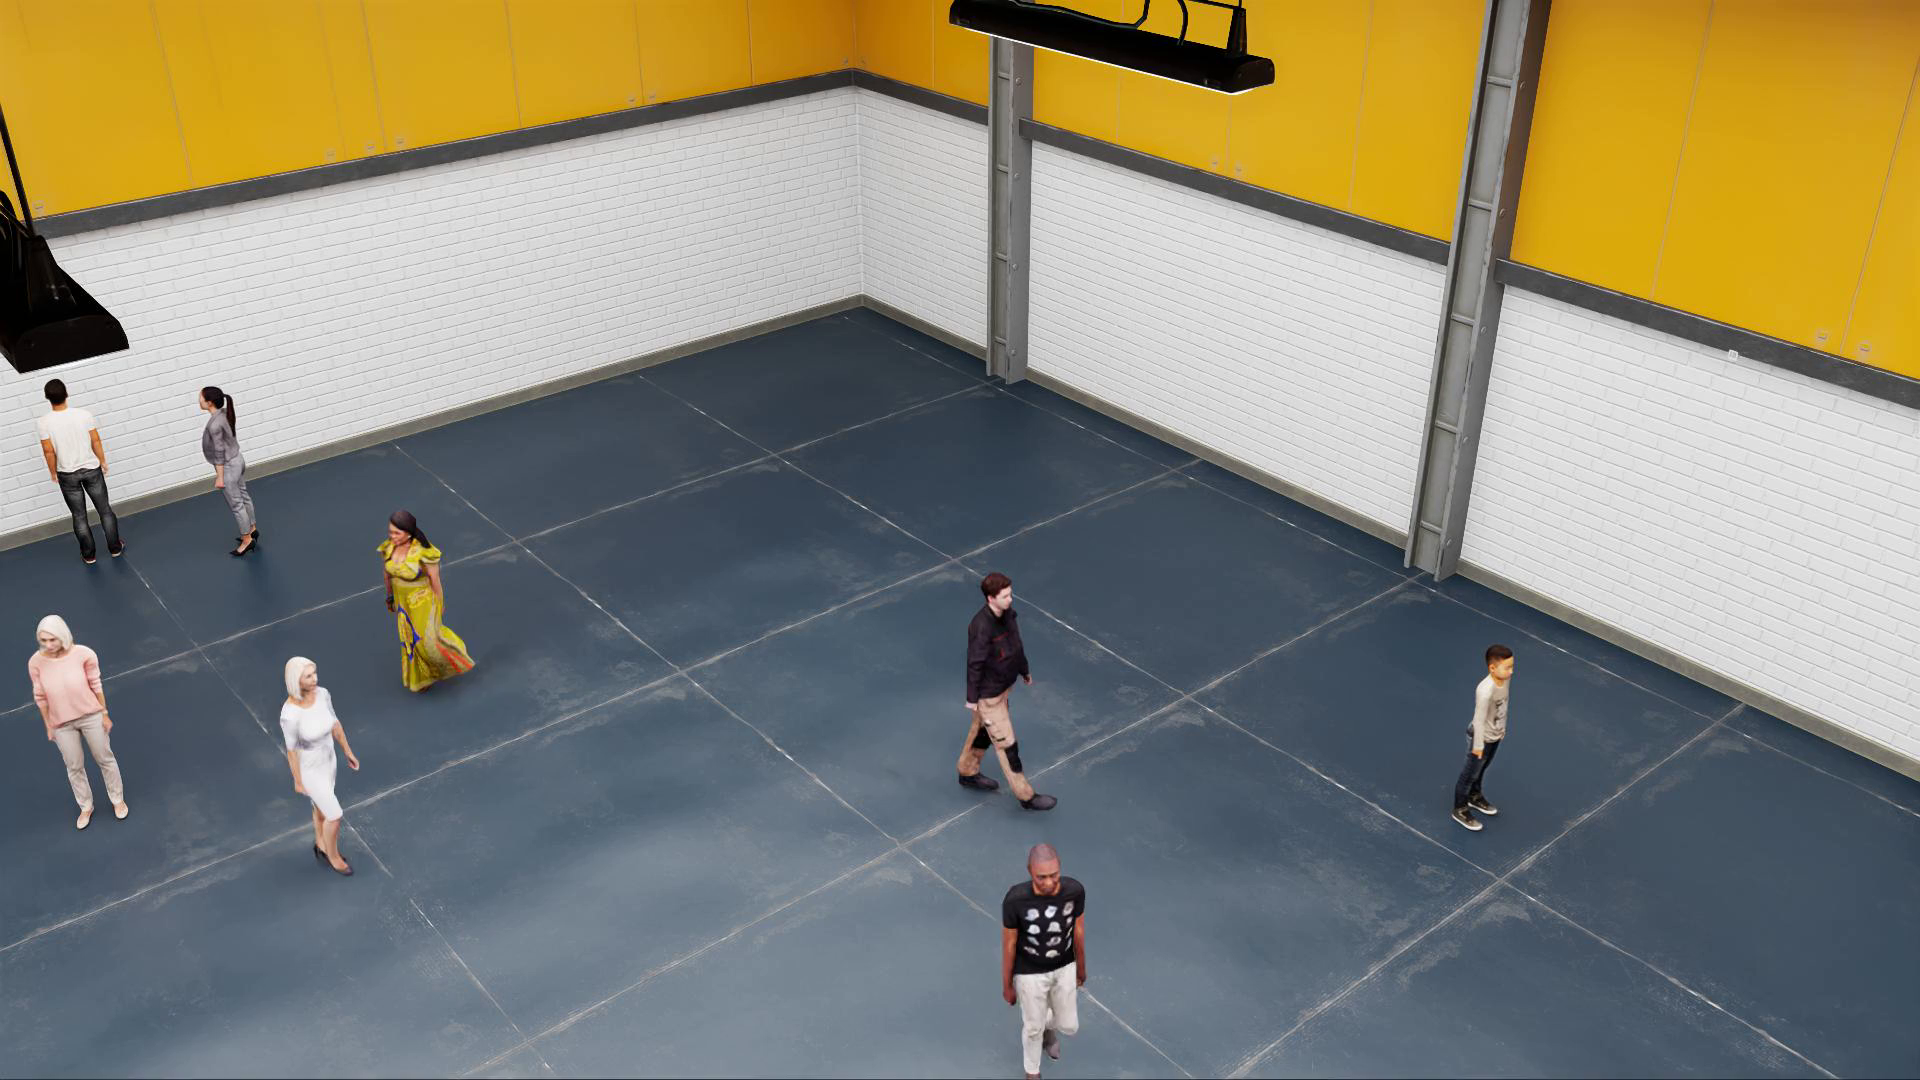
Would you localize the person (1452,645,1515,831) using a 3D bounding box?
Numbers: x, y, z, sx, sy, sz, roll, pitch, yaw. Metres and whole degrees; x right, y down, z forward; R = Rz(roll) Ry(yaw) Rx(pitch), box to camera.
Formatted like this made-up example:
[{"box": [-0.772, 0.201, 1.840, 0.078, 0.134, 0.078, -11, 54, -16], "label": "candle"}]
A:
[{"box": [3.782, 1.390, 11.989, 0.535, 1.462, 0.571, 22, 36, 35], "label": "person"}]

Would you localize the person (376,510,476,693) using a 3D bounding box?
[{"box": [-4.362, 0.457, 13.503, 0.984, 1.650, 1.047, 10, 30, 17], "label": "person"}]

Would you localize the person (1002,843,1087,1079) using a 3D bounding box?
[{"box": [0.471, 2.448, 9.706, 0.843, 1.790, 0.919, -6, 29, -12], "label": "person"}]

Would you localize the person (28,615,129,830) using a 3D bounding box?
[{"box": [-6.338, 1.268, 11.939, 0.660, 1.723, 0.619, -11, 31, -20], "label": "person"}]

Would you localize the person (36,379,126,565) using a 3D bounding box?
[{"box": [-8.144, -0.646, 15.363, 0.661, 1.804, 0.574, -17, 33, -28], "label": "person"}]

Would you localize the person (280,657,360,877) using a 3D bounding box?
[{"box": [-4.498, 1.539, 11.432, 0.768, 1.733, 0.709, 6, 29, 12], "label": "person"}]

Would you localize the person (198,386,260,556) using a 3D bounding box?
[{"box": [-6.815, -0.662, 15.524, 0.783, 1.678, 0.693, -4, 29, -7], "label": "person"}]

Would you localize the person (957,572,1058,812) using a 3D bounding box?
[{"box": [0.160, 1.061, 12.140, 1.215, 1.895, 1.020, 11, 30, 19], "label": "person"}]
